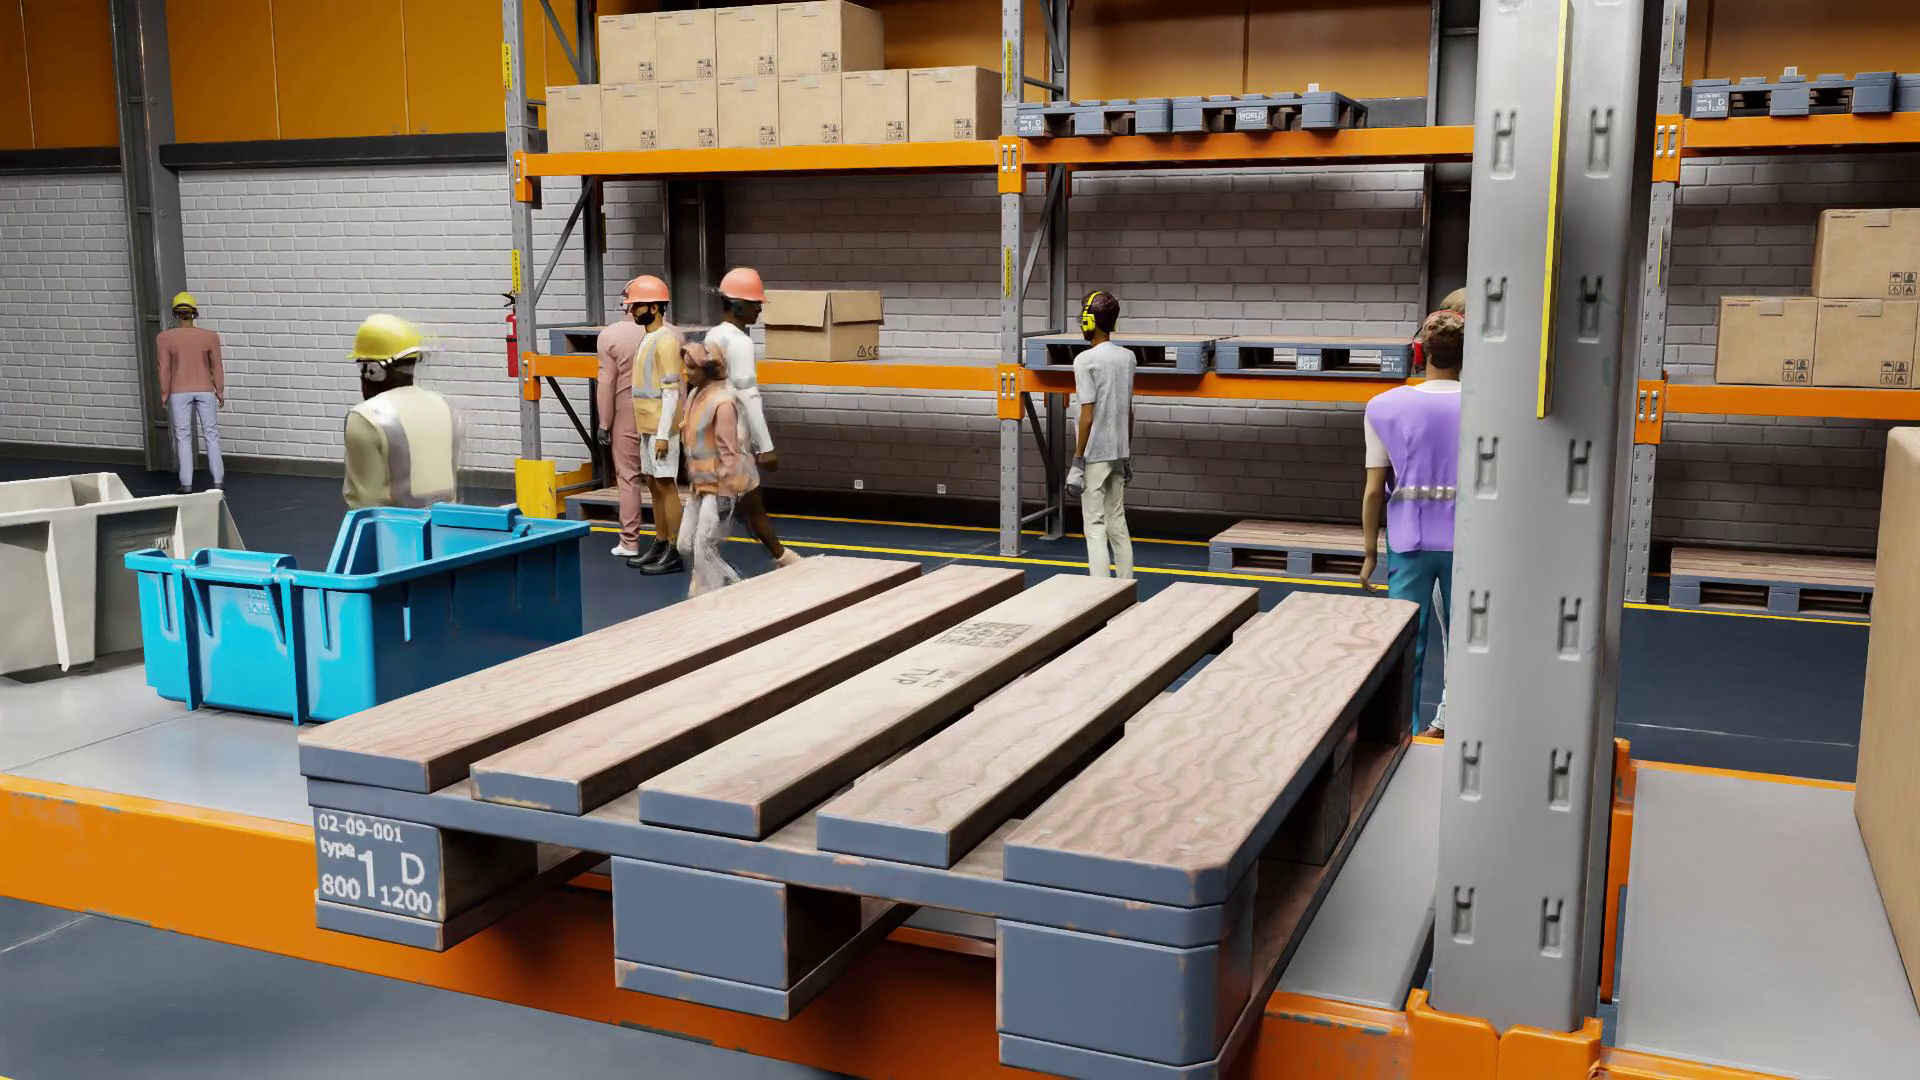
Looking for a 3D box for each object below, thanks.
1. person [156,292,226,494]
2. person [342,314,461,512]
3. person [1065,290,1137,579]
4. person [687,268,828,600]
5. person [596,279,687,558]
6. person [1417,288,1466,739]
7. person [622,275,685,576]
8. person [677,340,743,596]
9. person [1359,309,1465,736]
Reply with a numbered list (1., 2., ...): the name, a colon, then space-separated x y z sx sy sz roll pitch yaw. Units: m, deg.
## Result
1. person: -6.735 -1.282 14.580 0.532 1.765 0.328 -6 11 -32
2. person: -2.236 0.028 6.560 0.497 1.819 0.619 4 10 23
3. person: 0.775 -0.435 9.193 0.315 1.869 0.526 8 13 41
4. person: -1.255 -0.630 10.056 0.989 1.988 0.624 -4 10 -22
5. person: -2.195 -0.829 11.439 0.654 1.906 0.408 -6 11 -31
6. person: 2.023 -0.037 6.606 0.354 1.935 0.635 -1 10 -7
7. person: -1.988 -0.739 10.809 0.354 1.939 0.544 -5 11 -26
8. person: -1.336 -0.268 8.919 0.389 1.612 0.561 -6 11 -30
9. person: 1.807 0.055 6.323 0.565 1.847 0.396 2 10 12
